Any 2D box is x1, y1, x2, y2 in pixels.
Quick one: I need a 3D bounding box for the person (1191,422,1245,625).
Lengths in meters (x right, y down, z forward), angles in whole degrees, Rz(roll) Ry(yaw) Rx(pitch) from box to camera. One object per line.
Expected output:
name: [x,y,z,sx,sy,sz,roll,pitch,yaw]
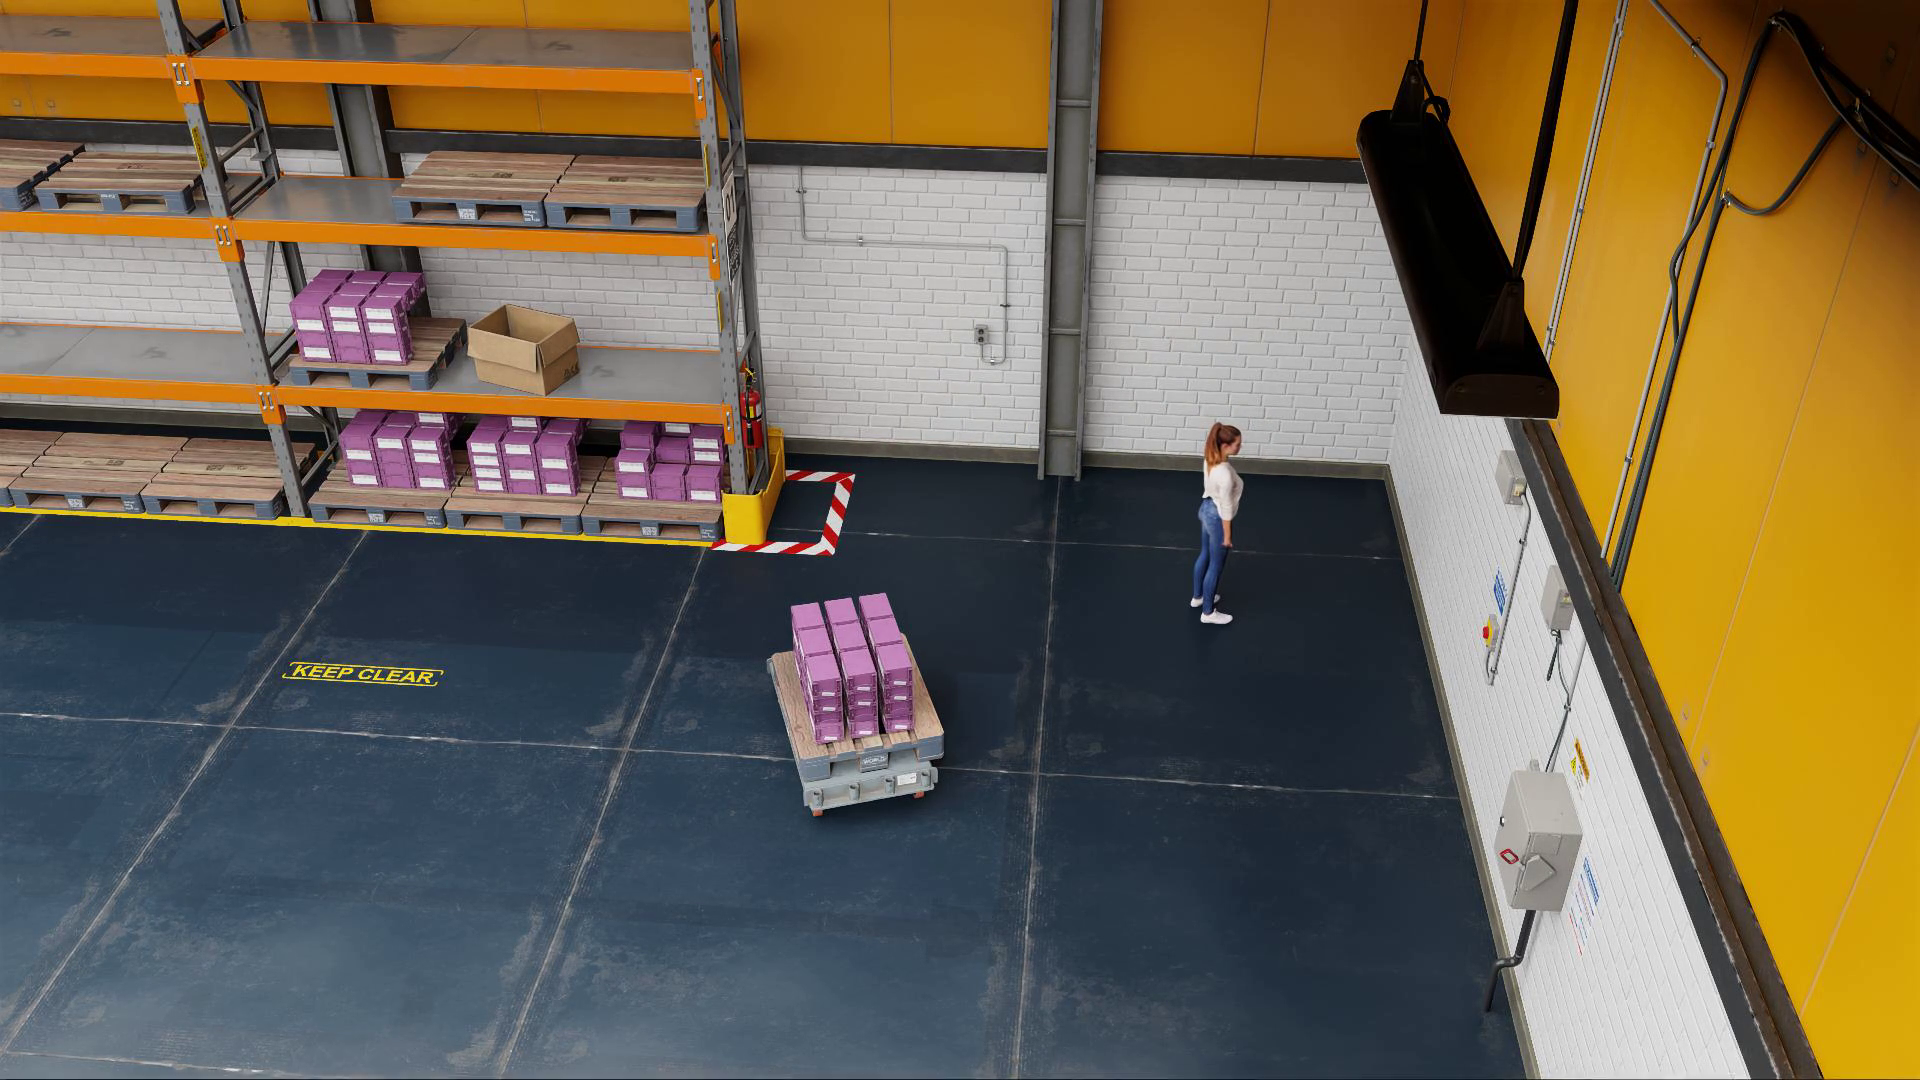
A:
person: [2.009,-0.141,13.081,0.606,1.726,0.658,-5,34,-8]
